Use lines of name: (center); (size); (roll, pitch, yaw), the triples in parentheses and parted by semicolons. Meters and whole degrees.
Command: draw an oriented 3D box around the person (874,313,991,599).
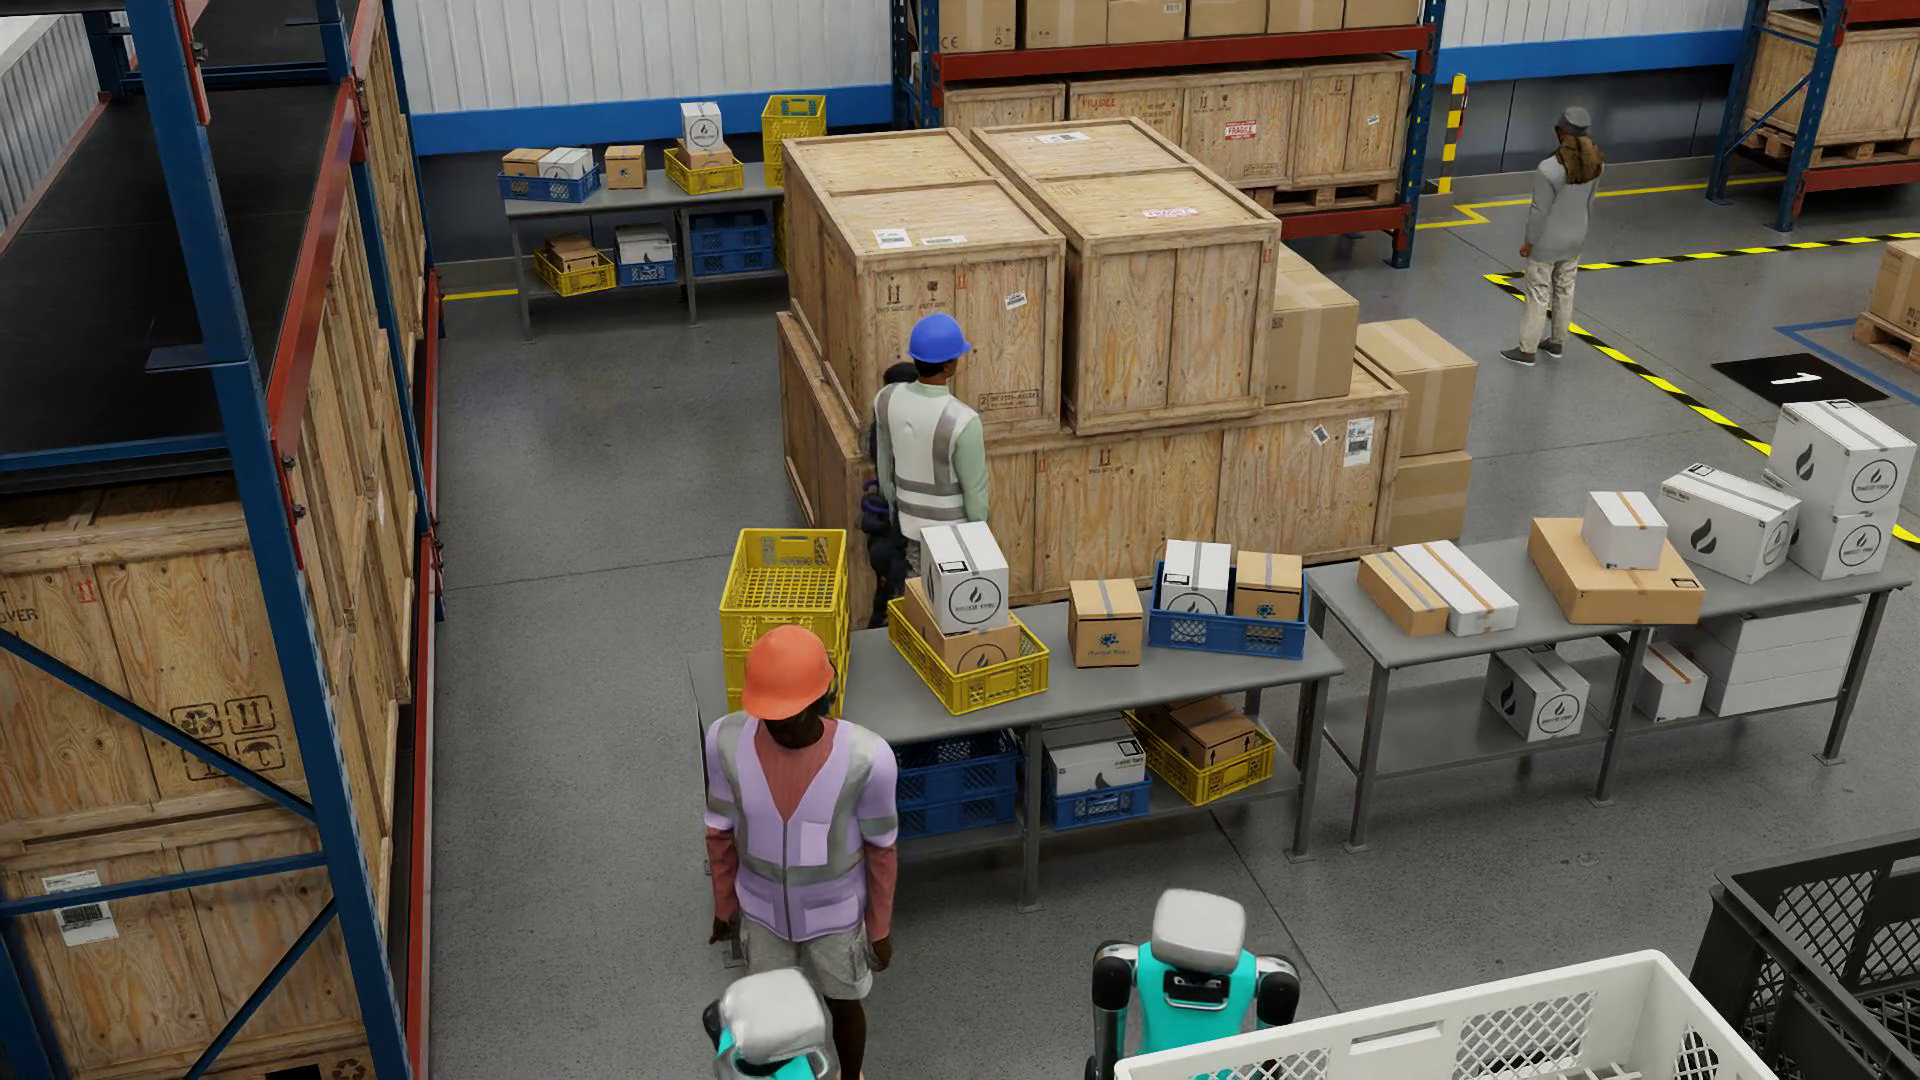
person: (-0.111, -0.099, 7.557); (0.602, 1.948, 0.385); (21, 35, 33)

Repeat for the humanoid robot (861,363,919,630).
humanoid robot: (-0.304, -0.060, 7.790); (0.534, 1.642, 0.606); (-1, 29, -3)

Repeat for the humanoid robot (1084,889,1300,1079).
humanoid robot: (0.566, 1.756, 4.308); (0.531, 1.700, 0.738); (3, 29, 6)

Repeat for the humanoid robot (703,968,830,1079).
humanoid robot: (-0.263, 1.757, 4.353); (0.686, 1.749, 0.541); (-17, 33, -28)

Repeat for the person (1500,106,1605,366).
person: (4.047, -2.047, 11.276); (0.572, 1.768, 0.397); (-15, 32, -25)

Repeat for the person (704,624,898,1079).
person: (-0.494, 1.147, 5.197); (0.604, 2.045, 0.377); (5, 29, 9)
